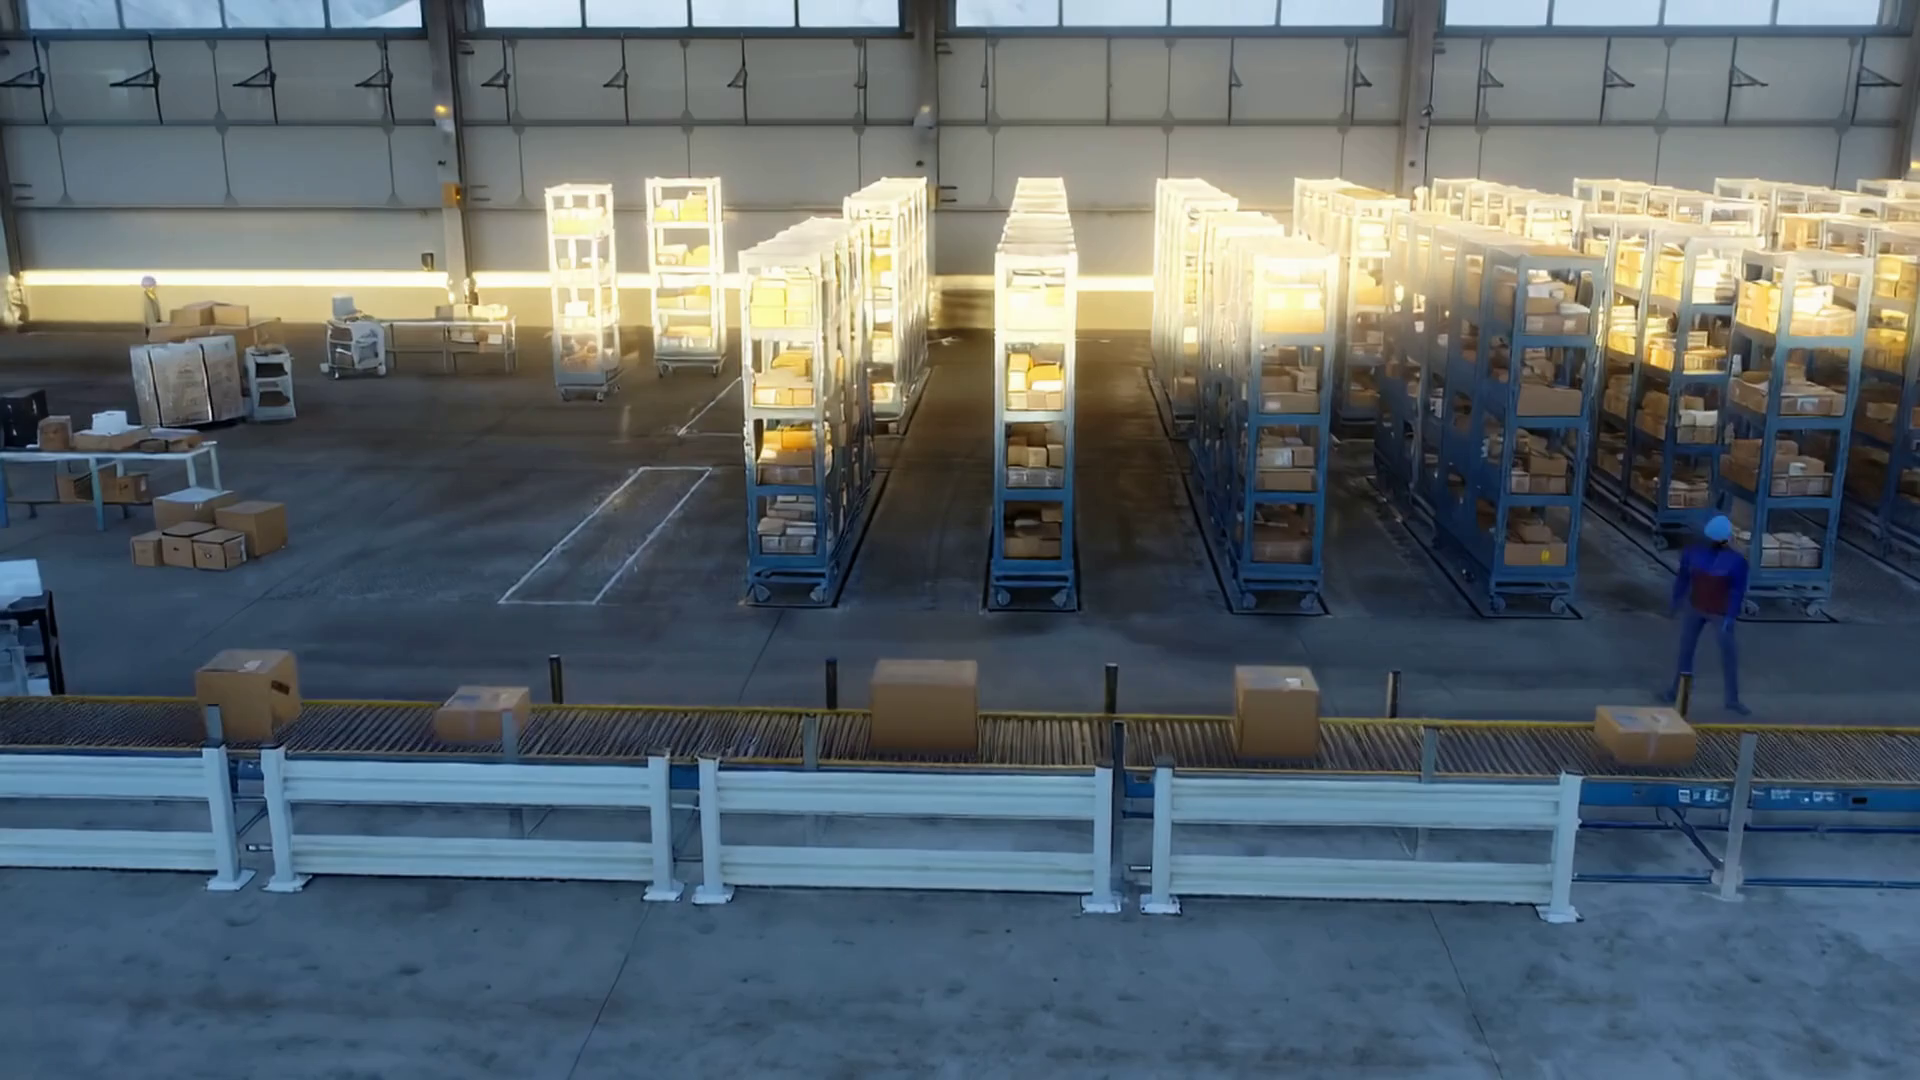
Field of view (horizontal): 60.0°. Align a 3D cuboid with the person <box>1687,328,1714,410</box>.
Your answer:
[{"bbox_3d":[10.847,-2.206,24.311,0.941,1.807,0.579,7,17,24],"label":"person"}]

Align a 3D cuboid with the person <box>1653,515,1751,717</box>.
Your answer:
[{"bbox_3d":[6.294,0.619,13.959,0.806,1.735,0.387,13,20,39],"label":"person"}]

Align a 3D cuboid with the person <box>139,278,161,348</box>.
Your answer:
[{"bbox_3d":[-15.156,-4.050,31.249,0.342,1.749,0.573,-1,15,-5],"label":"person"}]
